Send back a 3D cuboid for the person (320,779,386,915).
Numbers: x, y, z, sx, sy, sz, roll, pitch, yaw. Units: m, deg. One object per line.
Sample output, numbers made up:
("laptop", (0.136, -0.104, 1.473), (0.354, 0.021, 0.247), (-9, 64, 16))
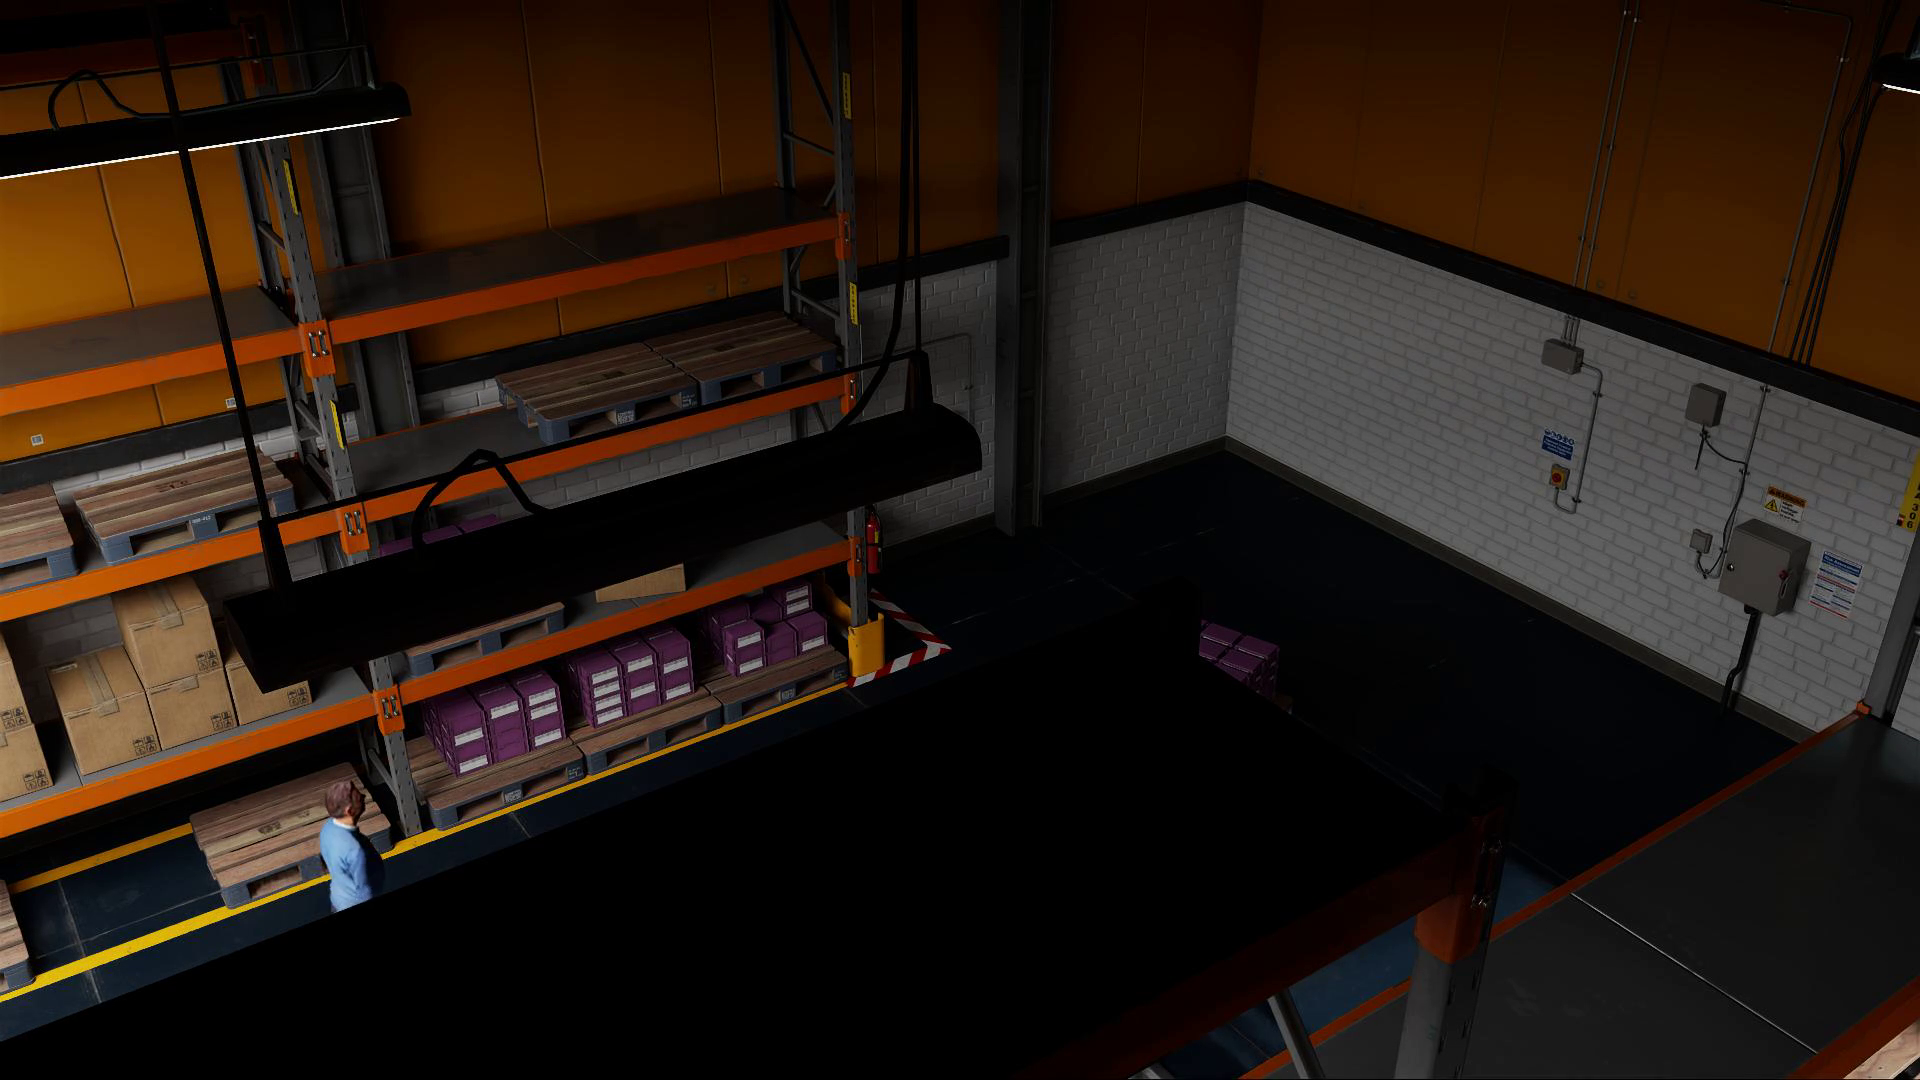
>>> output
("person", (-3.872, 2.326, 10.501), (1.113, 1.788, 0.799), (-25, 38, -38))
